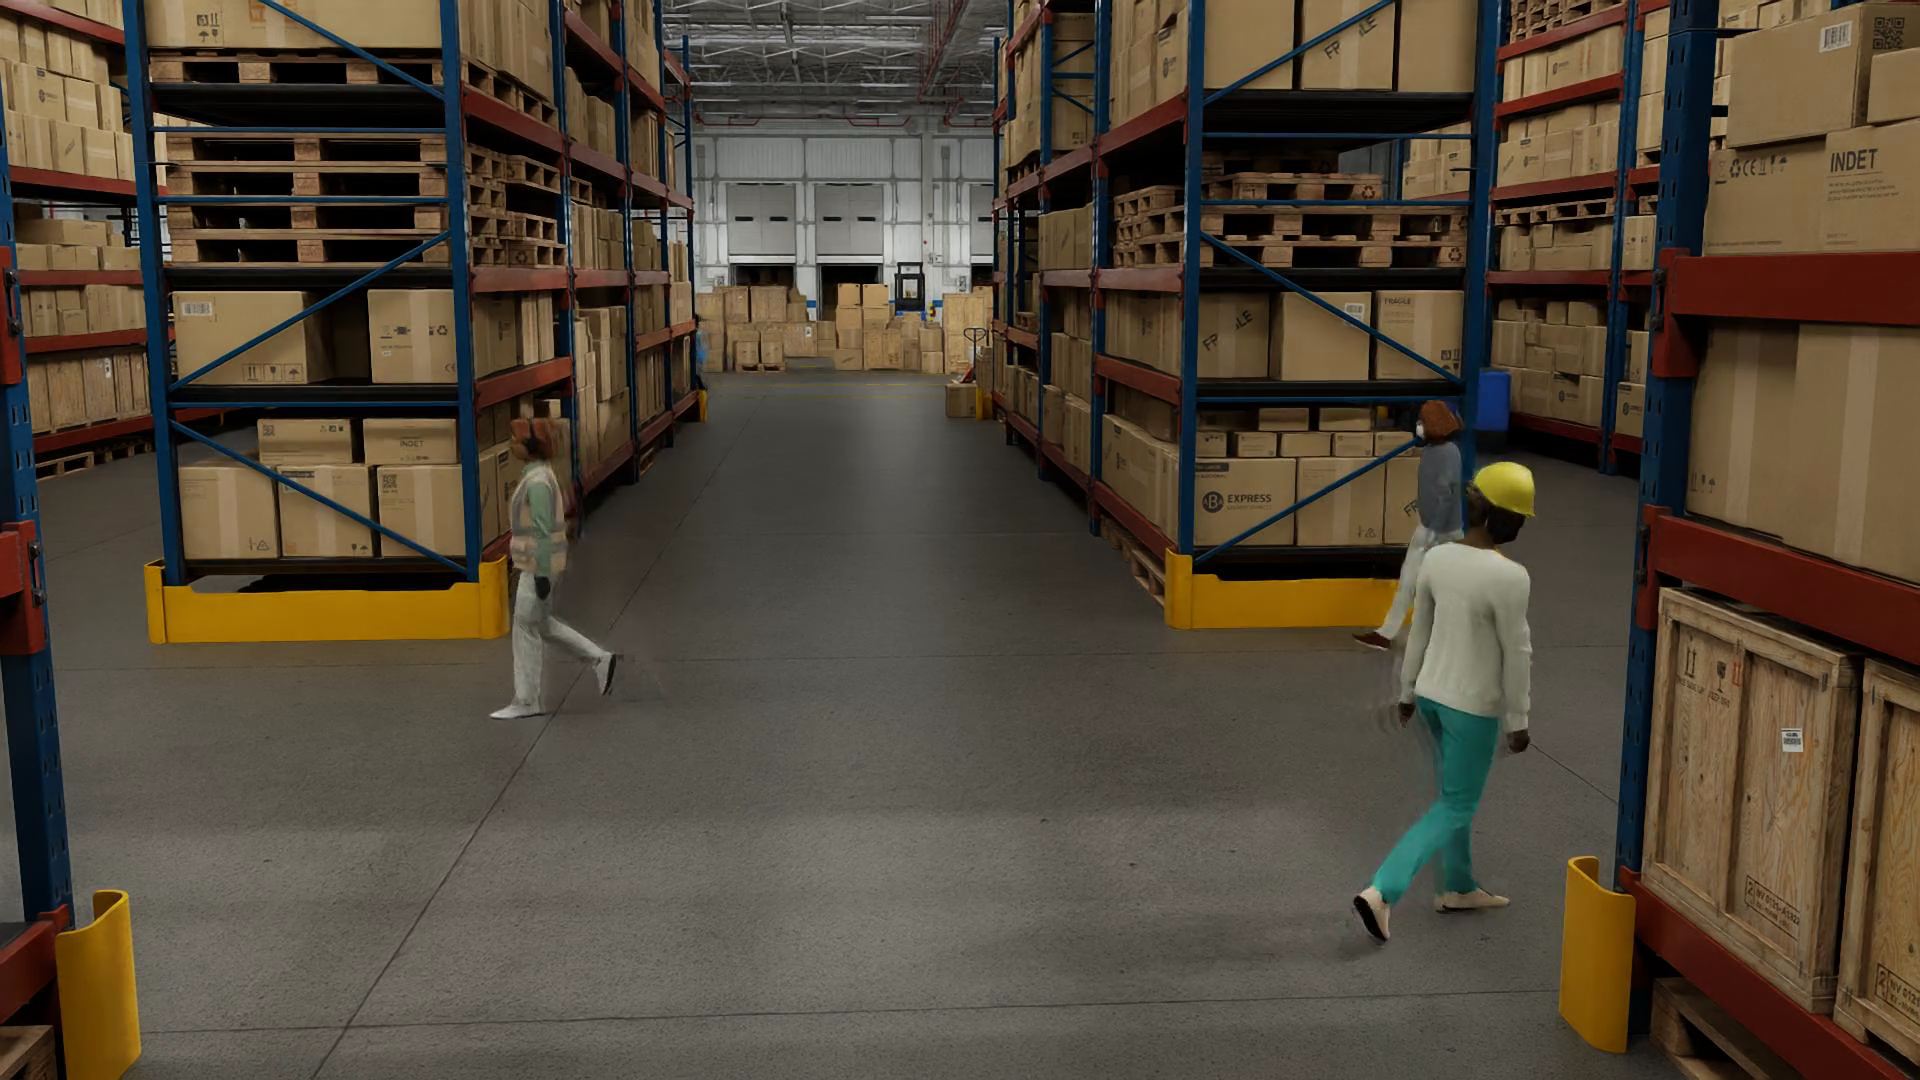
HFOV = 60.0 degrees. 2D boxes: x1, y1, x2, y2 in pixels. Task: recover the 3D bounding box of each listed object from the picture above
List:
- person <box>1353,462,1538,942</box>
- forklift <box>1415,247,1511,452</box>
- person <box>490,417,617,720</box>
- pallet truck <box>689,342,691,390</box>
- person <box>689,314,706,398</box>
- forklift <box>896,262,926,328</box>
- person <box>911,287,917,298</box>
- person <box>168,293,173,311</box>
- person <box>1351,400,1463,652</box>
[{"bbox_3d":[1.709,0.576,5.881,0.751,1.718,0.533,-3,10,-20],"label":"person"},{"bbox_3d":[6.353,-2.621,22.288,1.873,2.768,1.129,1,9,4],"label":"forklift"},{"bbox_3d":[-2.194,0.142,8.871,0.610,1.618,0.524,-2,9,-13],"label":"person"},{"bbox_3d":[-5.225,-3.008,27.480,1.885,1.965,0.823,2,9,14],"label":"pallet truck"},{"bbox_3d":[-4.715,-3.193,29.601,0.397,1.684,0.540,-2,9,-11],"label":"person"},{"bbox_3d":[-1.780,-8.547,59.499,1.129,2.768,1.873,-1,9,-4],"label":"forklift"},{"bbox_3d":[-1.609,-9.223,66.825,0.801,1.907,0.557,-4,10,-23],"label":"person"},{"bbox_3d":[-29.604,-8.615,62.744,0.400,1.987,0.608,0,9,-1],"label":"person"},{"bbox_3d":[2.912,-0.066,10.279,0.857,1.584,0.514,-1,9,-9],"label":"person"}]
